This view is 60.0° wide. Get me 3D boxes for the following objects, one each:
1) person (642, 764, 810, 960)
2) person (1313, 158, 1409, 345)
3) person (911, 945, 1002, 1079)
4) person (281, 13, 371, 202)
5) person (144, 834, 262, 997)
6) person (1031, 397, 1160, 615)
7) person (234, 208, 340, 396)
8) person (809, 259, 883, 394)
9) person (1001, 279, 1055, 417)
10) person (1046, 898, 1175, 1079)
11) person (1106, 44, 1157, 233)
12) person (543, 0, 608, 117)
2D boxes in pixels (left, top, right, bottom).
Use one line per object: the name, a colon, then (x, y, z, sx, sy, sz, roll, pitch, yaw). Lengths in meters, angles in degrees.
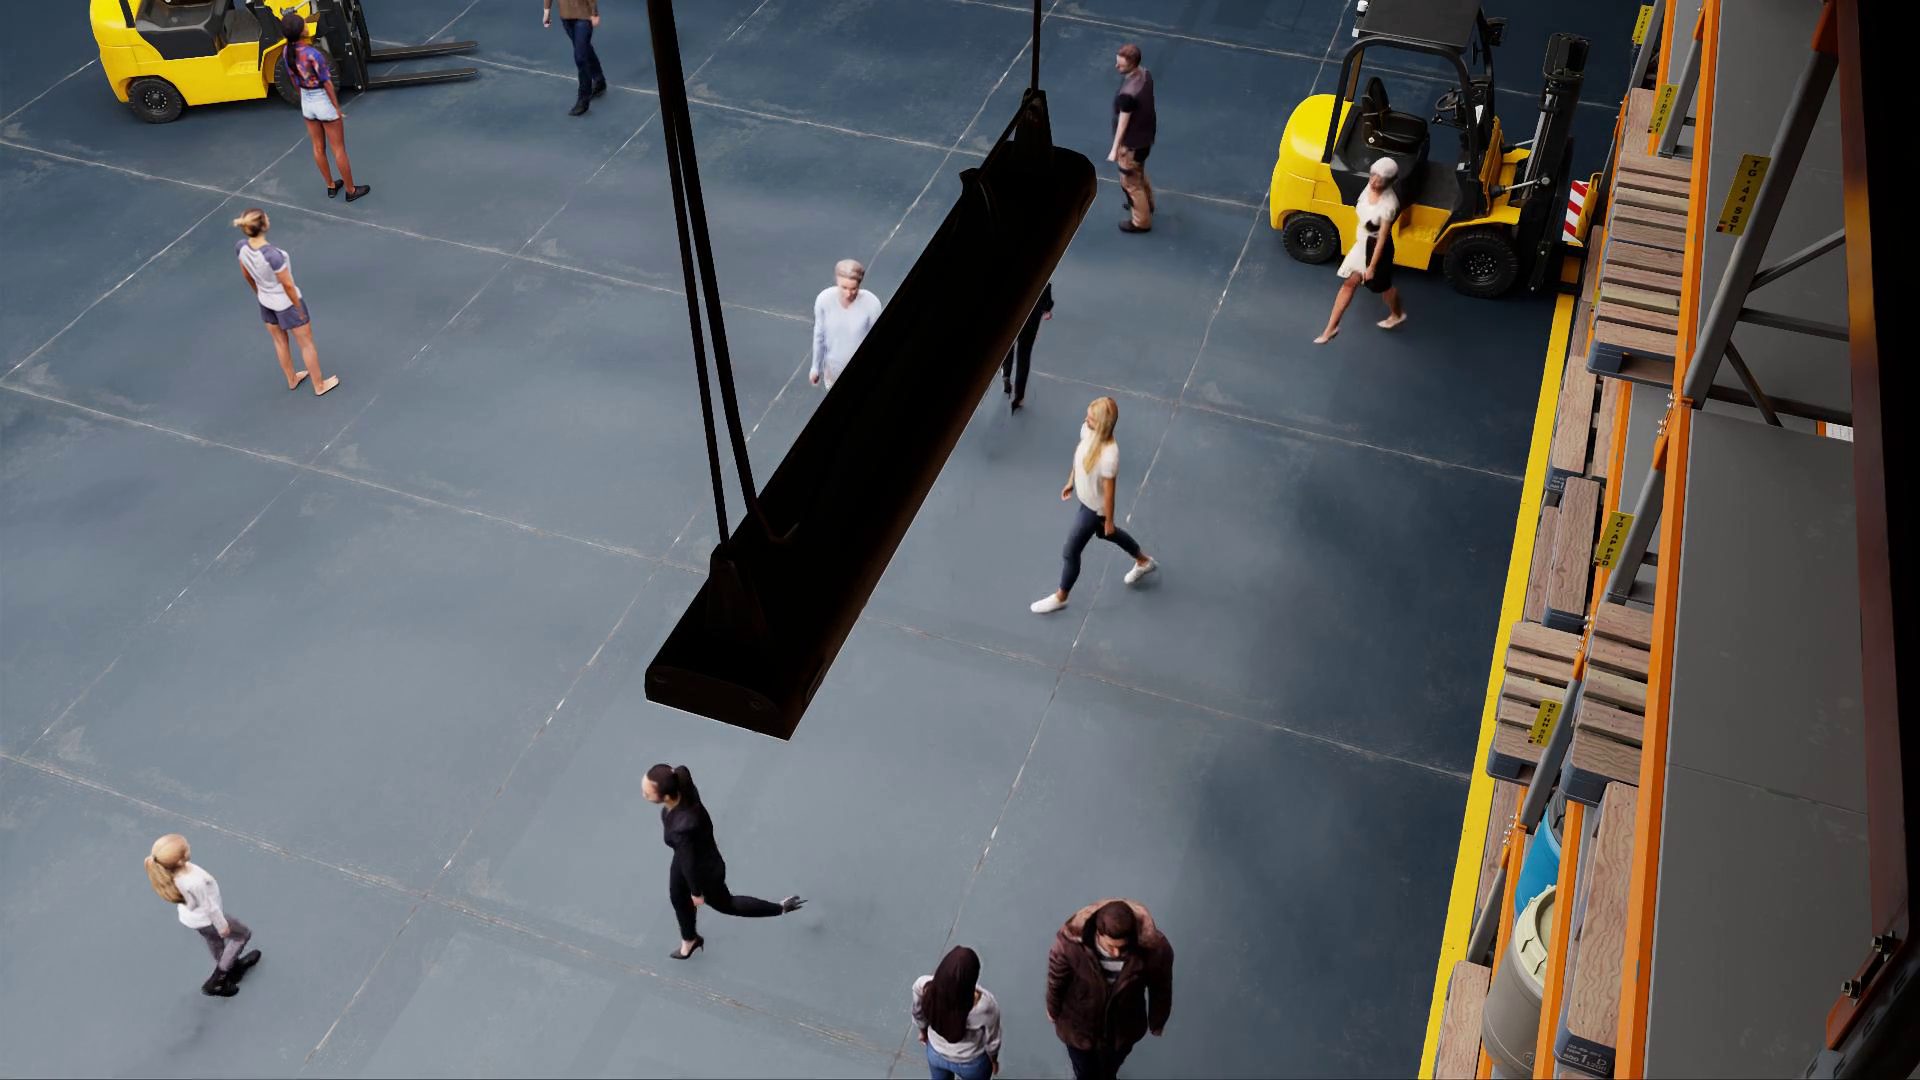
person: (-1.313, 1.730, 8.962, 1.031, 1.670, 1.061, -10, 45, -10)
person: (3.348, -2.279, 13.158, 1.118, 1.687, 1.136, -6, 44, -6)
person: (-0.007, 2.518, 8.162, 0.597, 1.632, 0.499, 16, 46, 16)
person: (-5.684, -3.835, 14.748, 0.584, 1.746, 0.507, 16, 46, 16)
person: (-4.098, 2.047, 8.917, 0.551, 1.273, 0.646, 22, 48, 22)
person: (0.975, -0.251, 10.967, 1.066, 1.773, 1.179, -7, 44, -7)
person: (-5.198, -1.819, 12.720, 0.583, 1.624, 0.513, 16, 46, 16)
person: (-0.763, -1.293, 11.988, 0.678, 1.873, 0.726, 15, 46, 15)
person: (0.434, -1.633, 12.477, 0.653, 1.690, 0.631, 10, 45, 10)
person: (0.709, 2.301, 8.245, 0.864, 1.833, 0.835, -2, 44, -2)
person: (1.561, -3.442, 14.299, 0.835, 1.796, 0.562, 24, 49, 23)
person: (-3.639, -5.104, 16.000, 0.767, 1.857, 0.991, 23, 48, 22)
